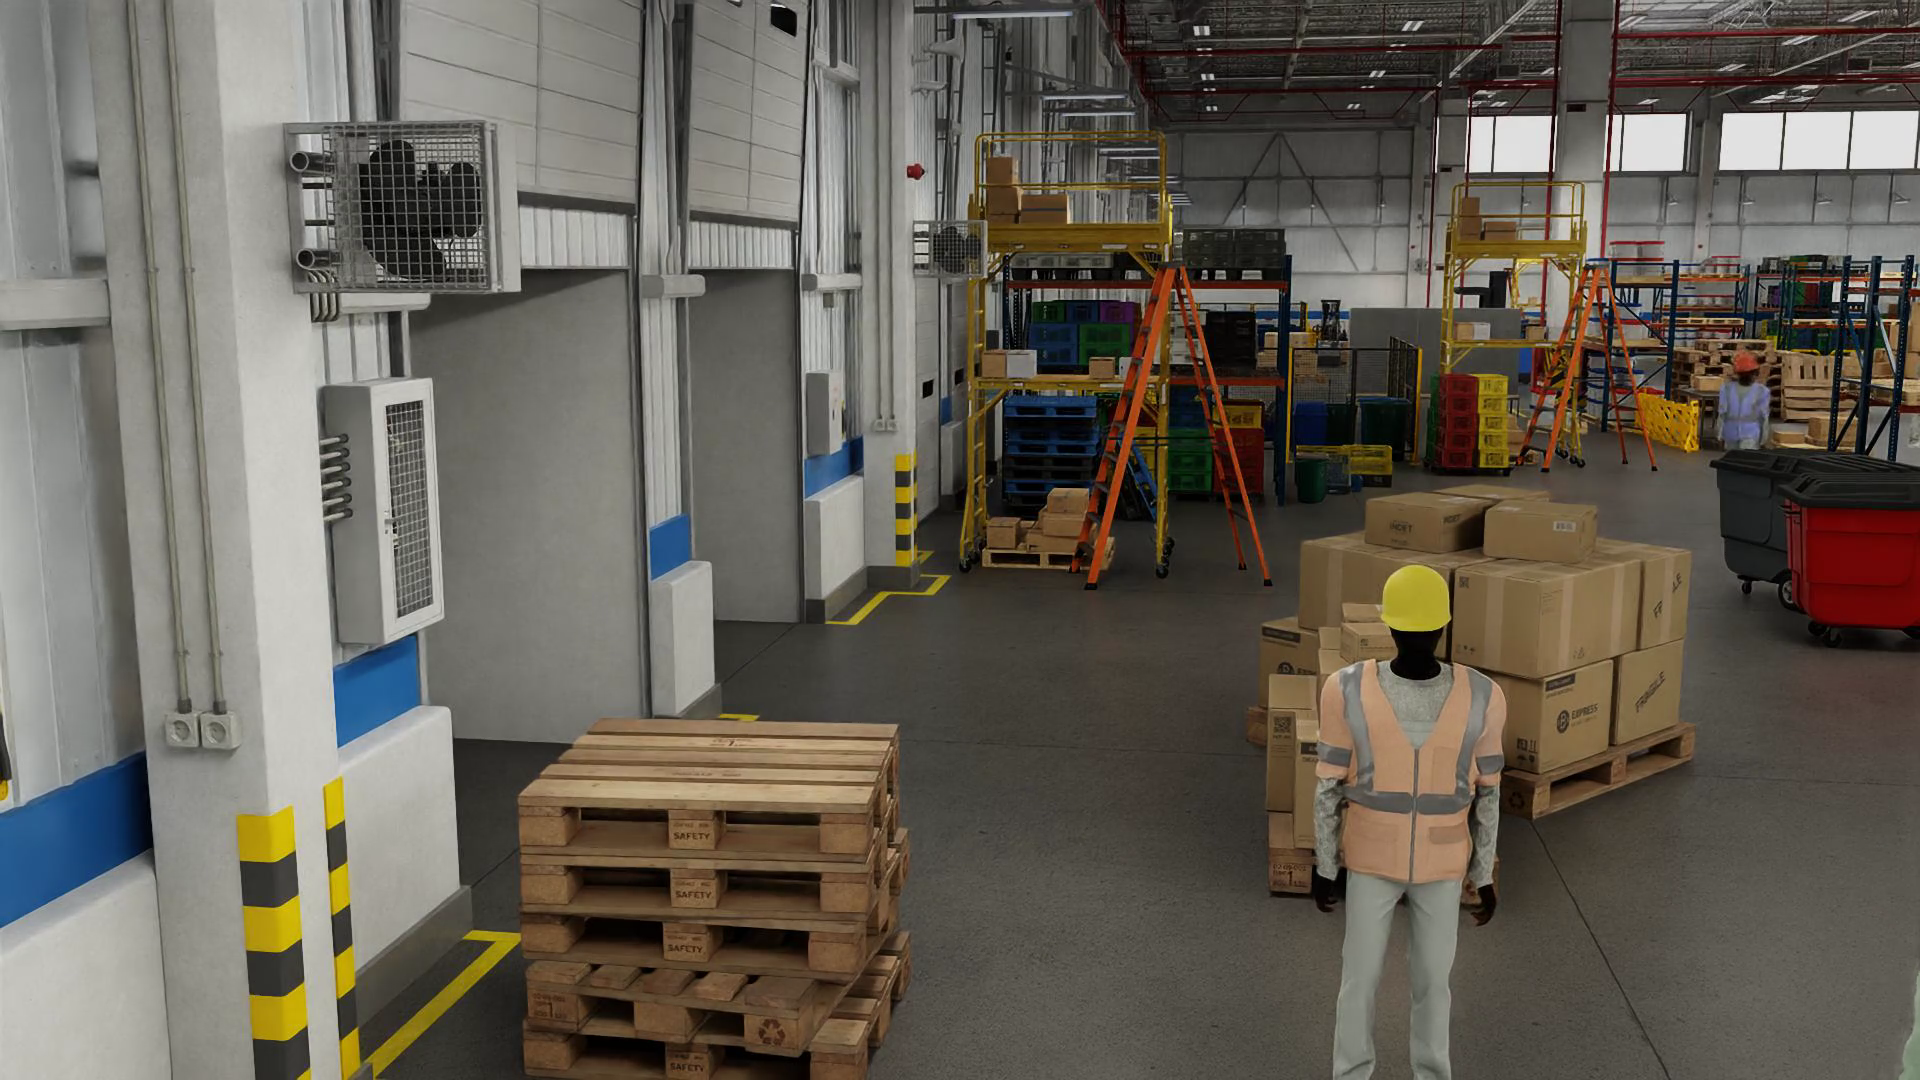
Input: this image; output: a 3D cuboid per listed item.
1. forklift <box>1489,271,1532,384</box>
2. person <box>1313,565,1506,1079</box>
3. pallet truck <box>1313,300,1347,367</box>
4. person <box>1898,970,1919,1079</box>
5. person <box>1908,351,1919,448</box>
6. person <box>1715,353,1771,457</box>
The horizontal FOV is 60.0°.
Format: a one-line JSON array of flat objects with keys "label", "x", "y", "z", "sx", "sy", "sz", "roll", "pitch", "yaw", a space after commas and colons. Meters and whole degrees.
[{"label": "forklift", "x": 13.422, "y": -5.322, "z": 41.591, "sx": 1.873, "sy": 2.768, "sz": 1.129, "roll": 1, "pitch": 9, "yaw": 9}, {"label": "person", "x": 1.438, "y": 1.027, "z": 5.362, "sx": 0.593, "sy": 1.926, "sz": 0.366, "roll": 1, "pitch": 9, "yaw": 7}, {"label": "pallet truck", "x": 11.159, "y": -6.200, "z": 49.718, "sx": 0.823, "sy": 1.965, "sz": 1.885, "roll": 4, "pitch": 10, "yaw": 26}, {"label": "person", "x": 2.120, "y": 1.381, "z": 3.176, "sx": 0.630, "sy": 1.926, "sz": 0.450, "roll": 5, "pitch": 10, "yaw": 26}, {"label": "person", "x": 15.500, "y": -2.339, "z": 26.730, "sx": 0.330, "sy": 1.735, "sz": 0.486, "roll": 5, "pitch": 10, "yaw": 28}, {"label": "person", "x": 9.144, "y": -1.238, "z": 19.416, "sx": 0.542, "sy": 1.915, "sz": 0.870, "roll": 8, "pitch": 12, "yaw": 39}]
